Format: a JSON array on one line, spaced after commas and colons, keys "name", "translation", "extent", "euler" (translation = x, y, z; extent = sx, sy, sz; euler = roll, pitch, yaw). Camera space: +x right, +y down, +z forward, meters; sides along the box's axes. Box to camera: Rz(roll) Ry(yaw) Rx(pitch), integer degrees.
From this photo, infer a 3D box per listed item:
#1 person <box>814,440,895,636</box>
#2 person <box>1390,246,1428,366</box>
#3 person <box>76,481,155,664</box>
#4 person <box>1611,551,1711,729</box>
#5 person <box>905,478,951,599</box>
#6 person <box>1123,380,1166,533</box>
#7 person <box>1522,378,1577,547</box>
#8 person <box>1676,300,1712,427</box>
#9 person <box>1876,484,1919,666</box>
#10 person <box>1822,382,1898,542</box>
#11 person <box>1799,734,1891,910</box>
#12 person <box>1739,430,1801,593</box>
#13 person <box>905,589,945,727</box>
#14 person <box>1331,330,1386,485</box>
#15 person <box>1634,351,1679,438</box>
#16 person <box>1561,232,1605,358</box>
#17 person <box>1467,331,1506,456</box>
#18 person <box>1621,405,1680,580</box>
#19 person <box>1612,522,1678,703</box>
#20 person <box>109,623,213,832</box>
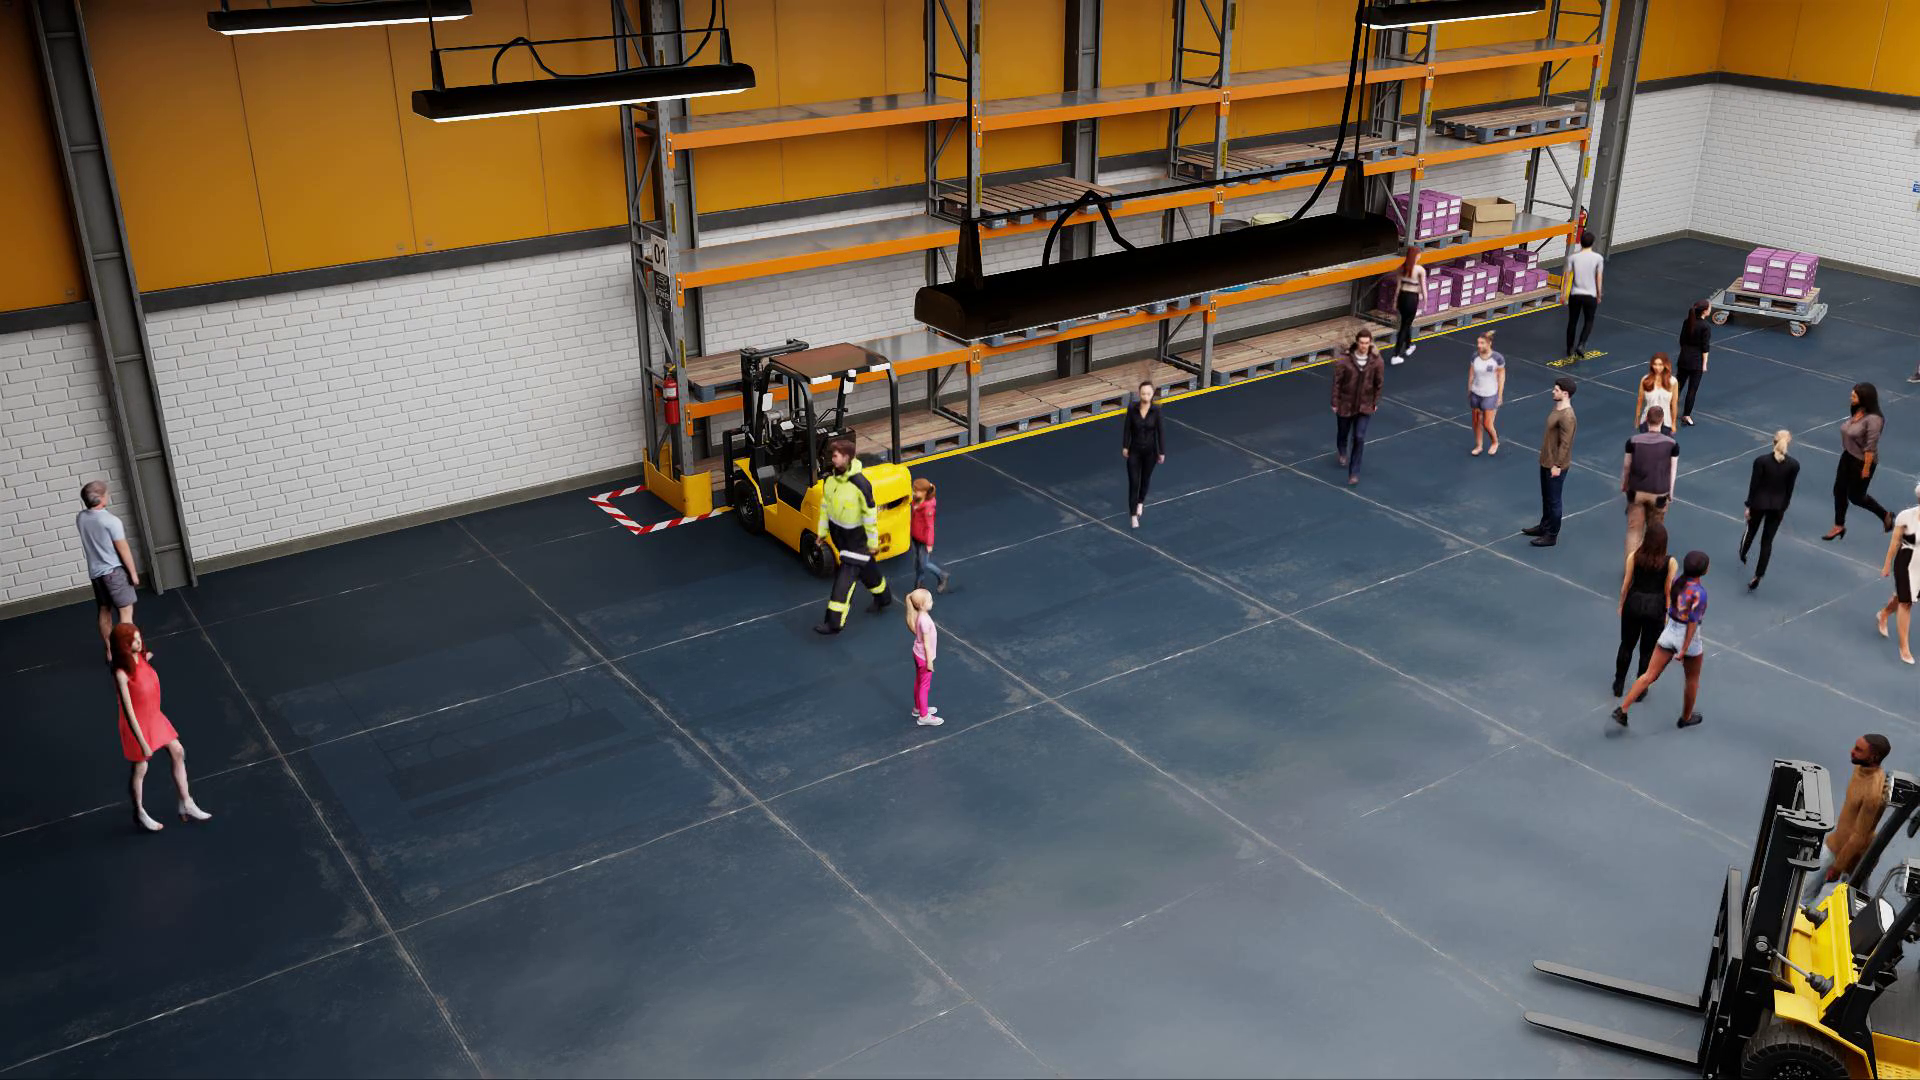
[{"name": "person", "translation": [-0.974, -0.062, 16.199], "extent": [1.332, 1.919, 0.881], "euler": [-21, 31, -39]}, {"name": "person", "translation": [6.416, -3.369, 24.014], "extent": [0.707, 1.718, 1.030], "euler": [22, 32, 40]}, {"name": "person", "translation": [-7.921, 0.316, 15.447], "extent": [0.741, 1.829, 0.768], "euler": [8, 25, 17]}, {"name": "person", "translation": [6.078, 0.897, 14.268], "extent": [1.194, 1.707, 0.770], "euler": [-9, 25, -20]}, {"name": "person", "translation": [-0.330, -0.019, 16.864], "extent": [0.721, 1.307, 0.542], "euler": [-13, 27, -27]}, {"name": "person", "translation": [2.038, -0.976, 18.597], "extent": [1.031, 1.673, 1.050], "euler": [2, 24, 5]}, {"name": "person", "translation": [6.463, -0.859, 18.062], "extent": [0.767, 1.887, 0.736], "euler": [1, 24, 2]}, {"name": "person", "translation": [9.537, -2.324, 21.694], "extent": [0.617, 1.662, 0.646], "euler": [-10, 25, -21]}, {"name": "person", "translation": [8.990, 0.246, 15.760], "extent": [1.111, 1.706, 1.062], "euler": [0, 24, 0]}, {"name": "person", "translation": [9.838, -0.806, 18.037], "extent": [1.096, 1.810, 1.007], "euler": [0, 24, -1]}, {"name": "person", "translation": [6.185, 2.135, 11.337], "extent": [1.095, 1.787, 1.039], "euler": [5, 24, 10]}, {"name": "person", "translation": [8.248, -0.254, 16.966], "extent": [1.011, 1.655, 1.155], "euler": [7, 25, 16]}, {"name": "person", "translation": [-0.322, 1.005, 14.566], "extent": [0.599, 1.271, 0.557], "euler": [-5, 24, -12]}, {"name": "person", "translation": [4.722, -1.646, 19.954], "extent": [1.212, 1.812, 1.274], "euler": [4, 24, 10]}, {"name": "person", "translation": [8.137, -1.374, 19.398], "extent": [0.786, 1.761, 0.882], "euler": [13, 27, 27]}, {"name": "person", "translation": [9.063, -3.536, 24.226], "extent": [0.925, 1.855, 1.004], "euler": [11, 26, 23]}, {"name": "person", "translation": [6.522, -1.796, 20.563], "extent": [0.636, 1.600, 0.705], "euler": [18, 29, 35]}, {"name": "person", "translation": [7.109, -0.458, 17.250], "extent": [1.038, 1.802, 1.191], "euler": [11, 26, 23]}, {"name": "person", "translation": [6.126, 0.636, 14.892], "extent": [0.662, 1.686, 0.670], "euler": [12, 26, 25]}, {"name": "person", "translation": [-6.394, 1.466, 12.844], "extent": [0.951, 1.805, 0.869], "euler": [0, 24, 0]}]
